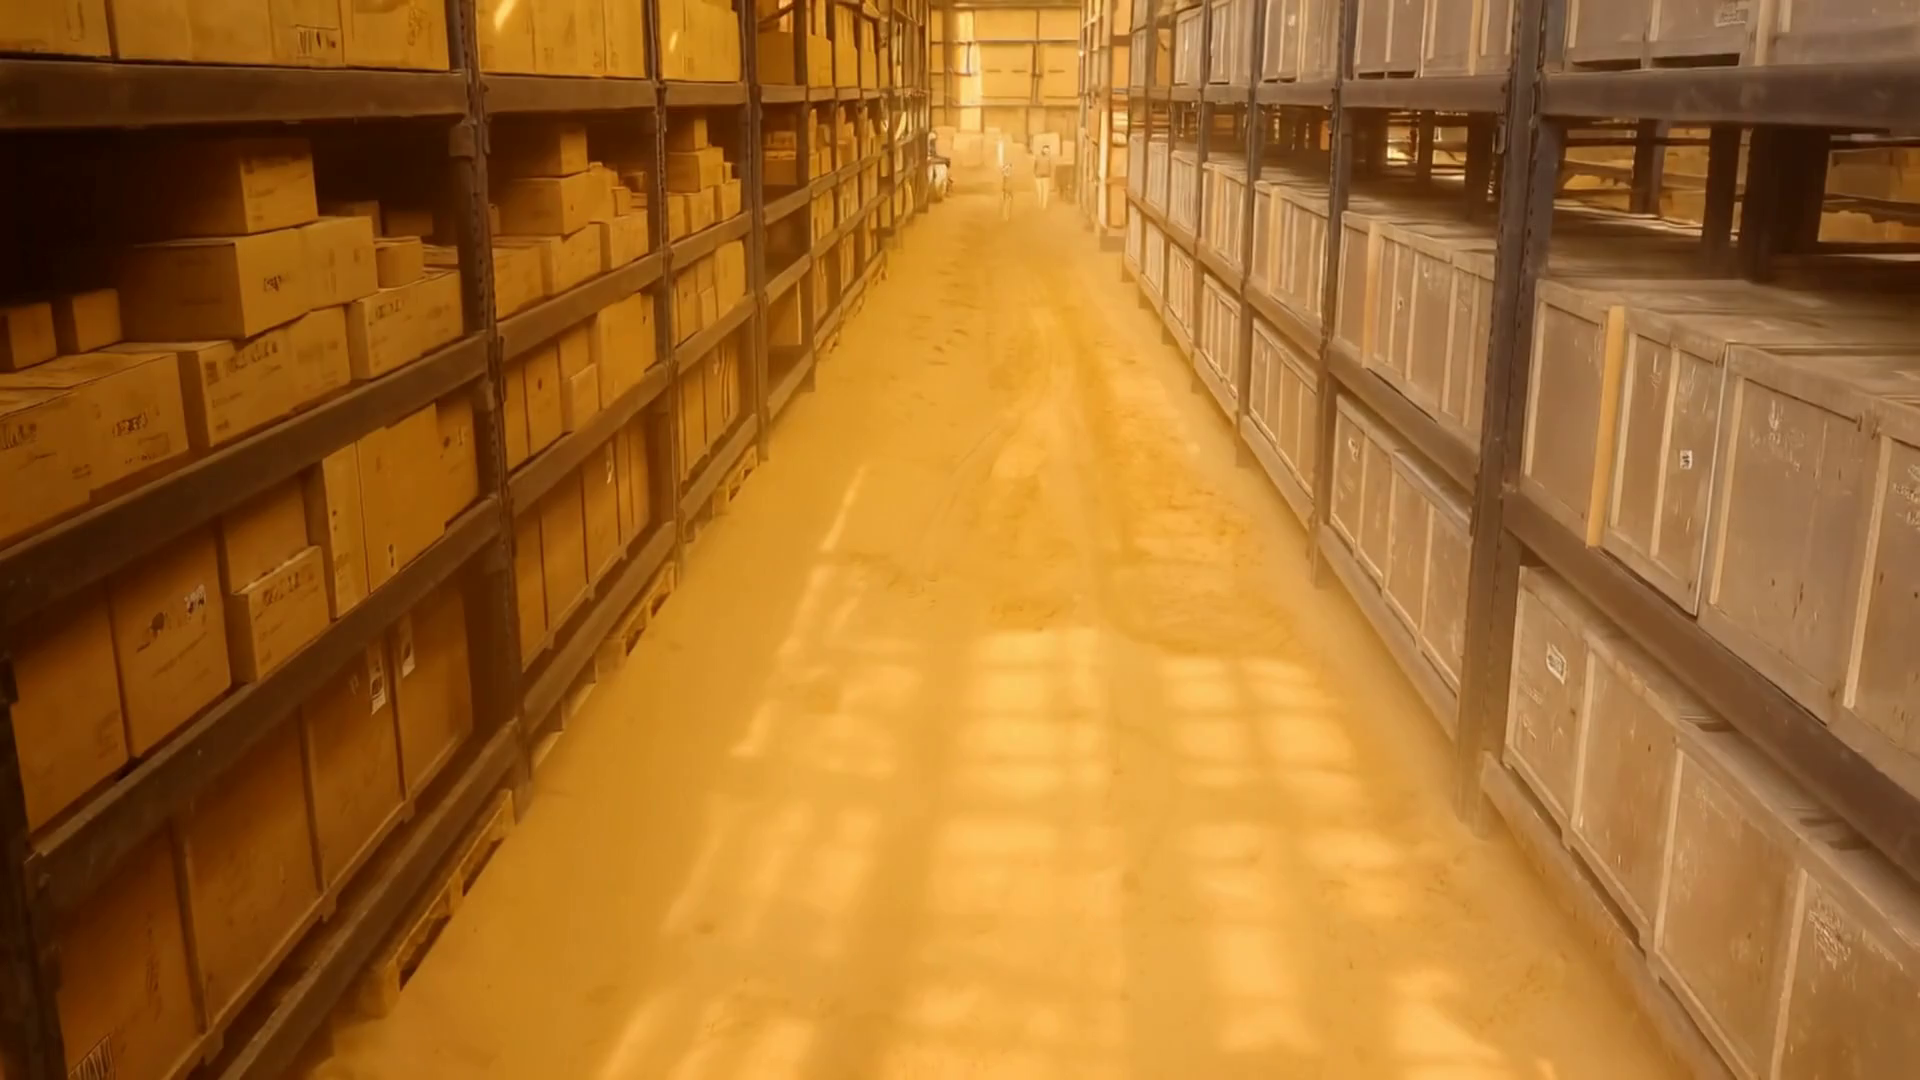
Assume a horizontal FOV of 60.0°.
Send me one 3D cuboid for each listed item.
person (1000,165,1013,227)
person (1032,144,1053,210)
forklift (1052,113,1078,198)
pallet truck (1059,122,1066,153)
[{"bbox_3d":[1.227,-9.100,44.008,0.311,1.636,0.523,-4,16,-14],"label":"person"},{"bbox_3d":[2.506,-11.075,50.729,0.628,1.977,0.675,2,15,6],"label":"person"},{"bbox_3d":[4.119,-12.977,56.076,1.873,2.768,1.129,-1,15,-4],"label":"forklift"},{"bbox_3d":[5.788,-21.111,88.014,1.885,1.965,0.823,5,16,18],"label":"pallet truck"}]
